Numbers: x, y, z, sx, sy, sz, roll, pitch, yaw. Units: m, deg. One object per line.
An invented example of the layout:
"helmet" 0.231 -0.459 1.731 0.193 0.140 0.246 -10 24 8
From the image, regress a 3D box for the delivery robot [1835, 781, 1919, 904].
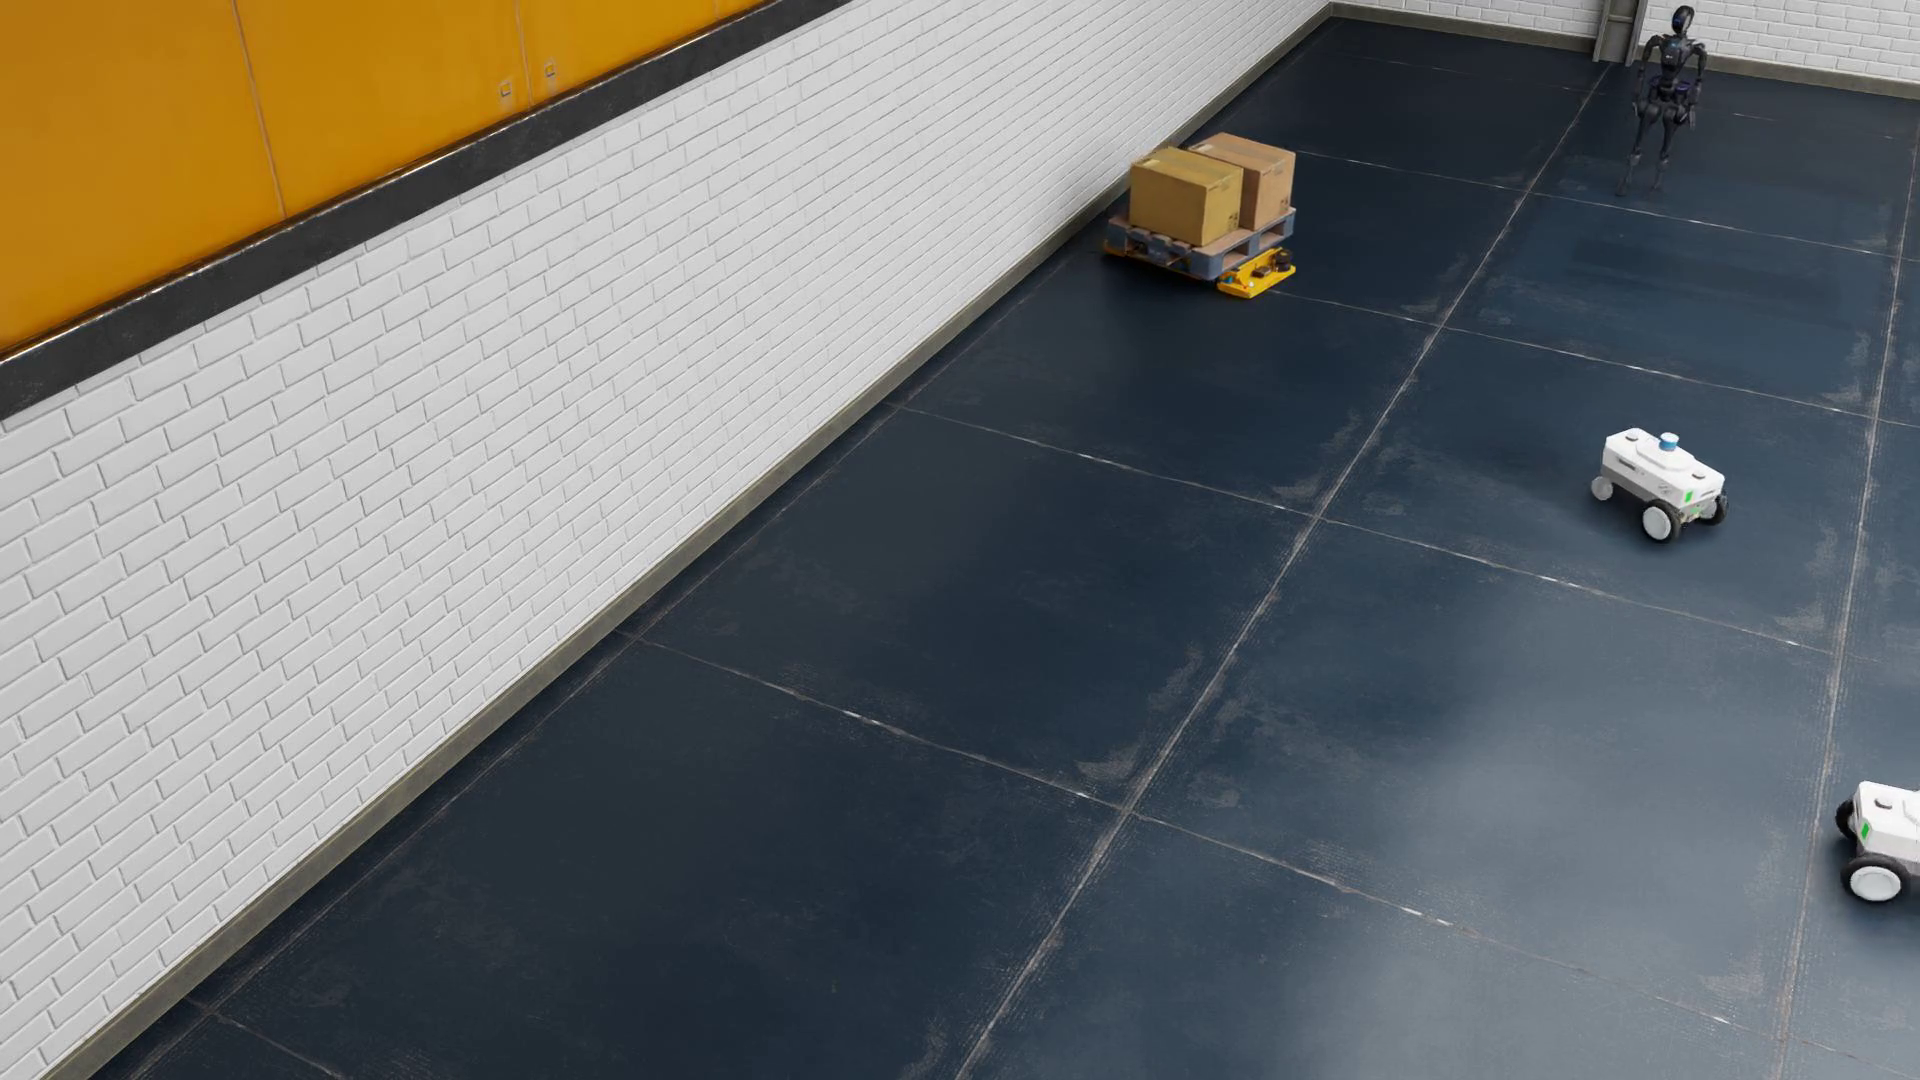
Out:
"delivery robot" 4.460 1.394 7.660 0.799 0.608 0.499 12 36 17

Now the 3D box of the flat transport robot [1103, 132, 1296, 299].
"flat transport robot" 1.927 -2.321 13.431 1.431 0.231 0.659 26 42 33

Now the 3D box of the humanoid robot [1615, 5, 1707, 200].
"humanoid robot" 6.061 -3.758 14.303 0.605 1.659 0.318 22 40 29

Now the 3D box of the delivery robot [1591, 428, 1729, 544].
"delivery robot" 4.322 -0.386 10.274 0.499 0.570 0.750 -17 38 -24
